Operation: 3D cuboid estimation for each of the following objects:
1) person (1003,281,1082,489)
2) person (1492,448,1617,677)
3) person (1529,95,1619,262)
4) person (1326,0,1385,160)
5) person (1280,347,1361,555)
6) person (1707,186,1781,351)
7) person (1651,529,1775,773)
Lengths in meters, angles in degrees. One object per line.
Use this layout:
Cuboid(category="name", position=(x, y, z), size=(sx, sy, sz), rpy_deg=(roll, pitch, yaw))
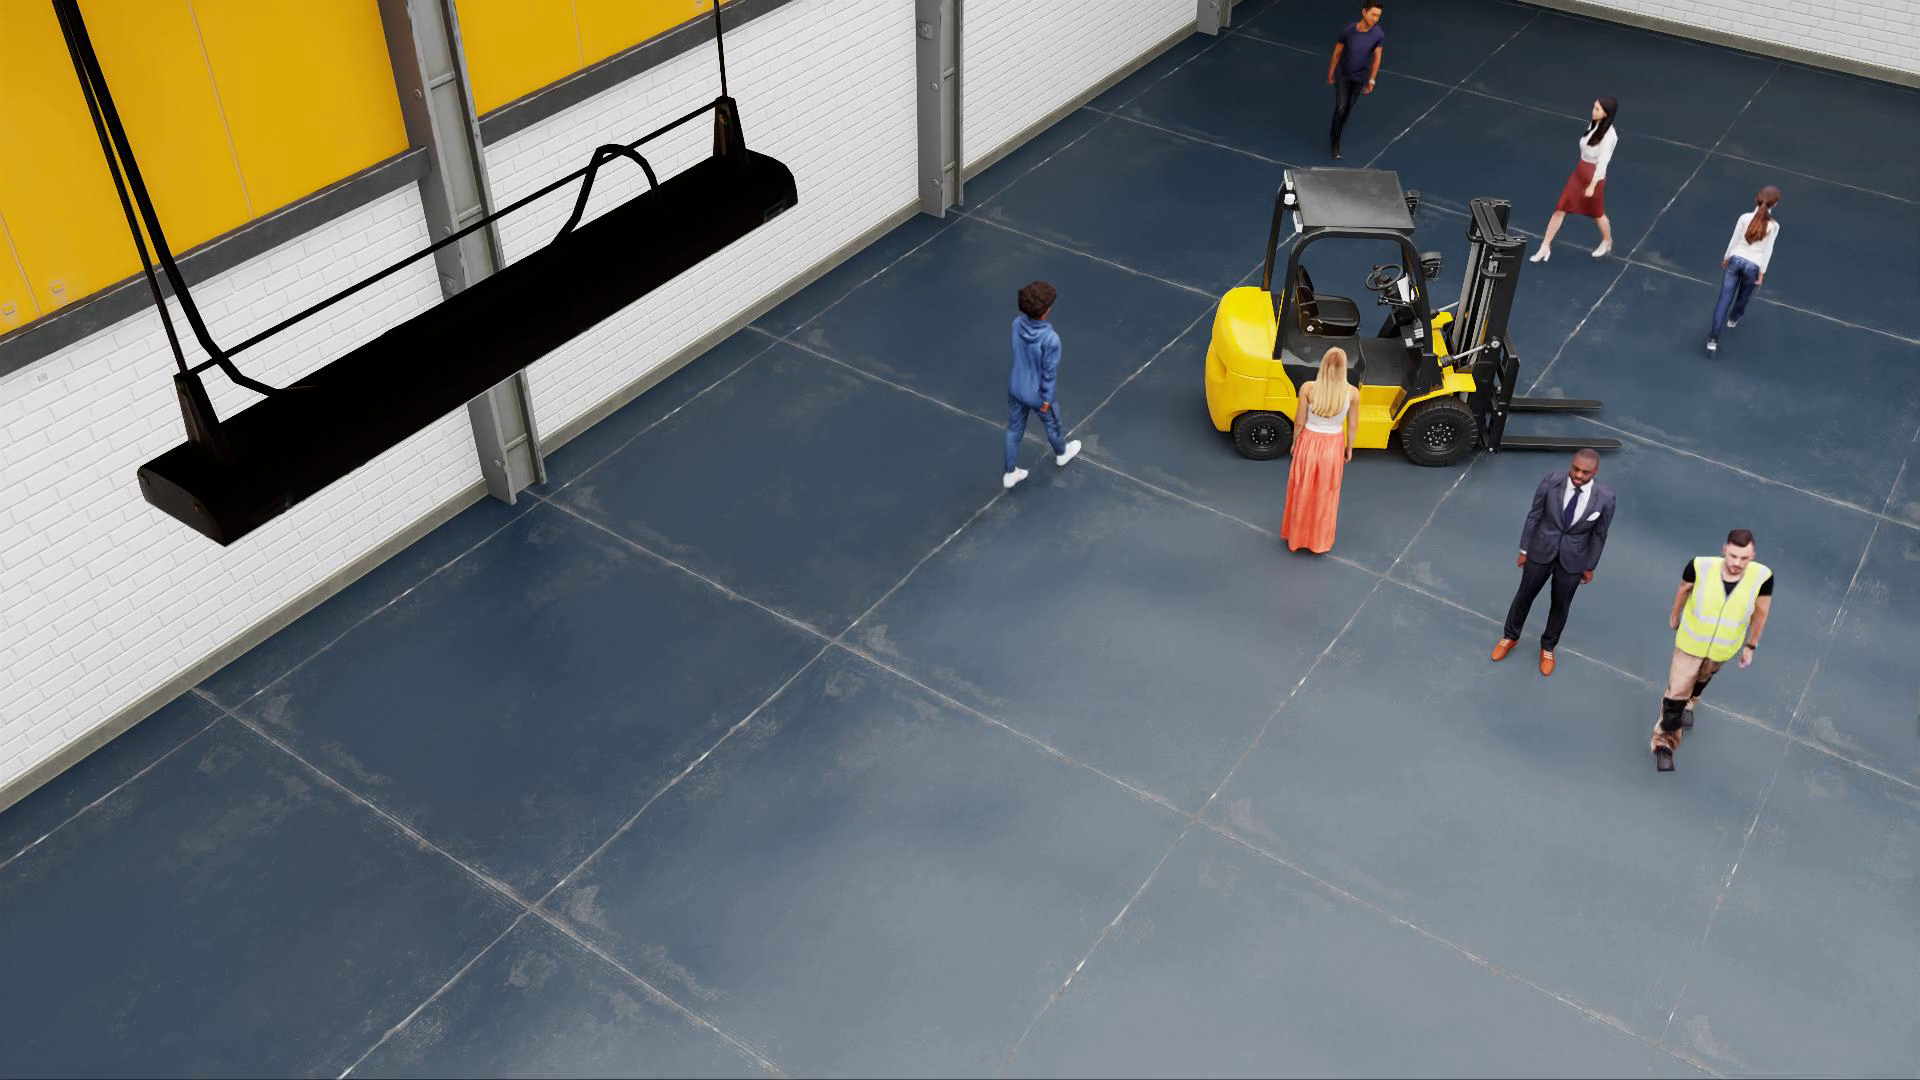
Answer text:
Cuboid(category="person", position=(0.520, -1.180, 13.161), size=(0.731, 1.782, 1.027), rpy_deg=(28, 46, 30))
Cuboid(category="person", position=(4.131, 0.112, 11.510), size=(0.721, 1.824, 0.649), rpy_deg=(18, 42, 21))
Cuboid(category="person", position=(6.136, -3.430, 16.037), size=(1.118, 1.709, 1.063), rpy_deg=(-5, 39, -7))
Cuboid(category="person", position=(4.213, -5.049, 18.033), size=(0.936, 1.747, 1.029), rpy_deg=(7, 39, 9))
Cuboid(category="person", position=(2.704, -0.656, 12.488), size=(0.700, 1.803, 0.691), rpy_deg=(9, 40, 12))
Cuboid(category="person", position=(7.002, -2.410, 14.917), size=(0.592, 1.513, 1.074), rpy_deg=(20, 43, 24))
Cuboid(category="person", position=(4.917, 0.612, 10.914), size=(0.960, 1.786, 1.272), rpy_deg=(10, 40, 12))
